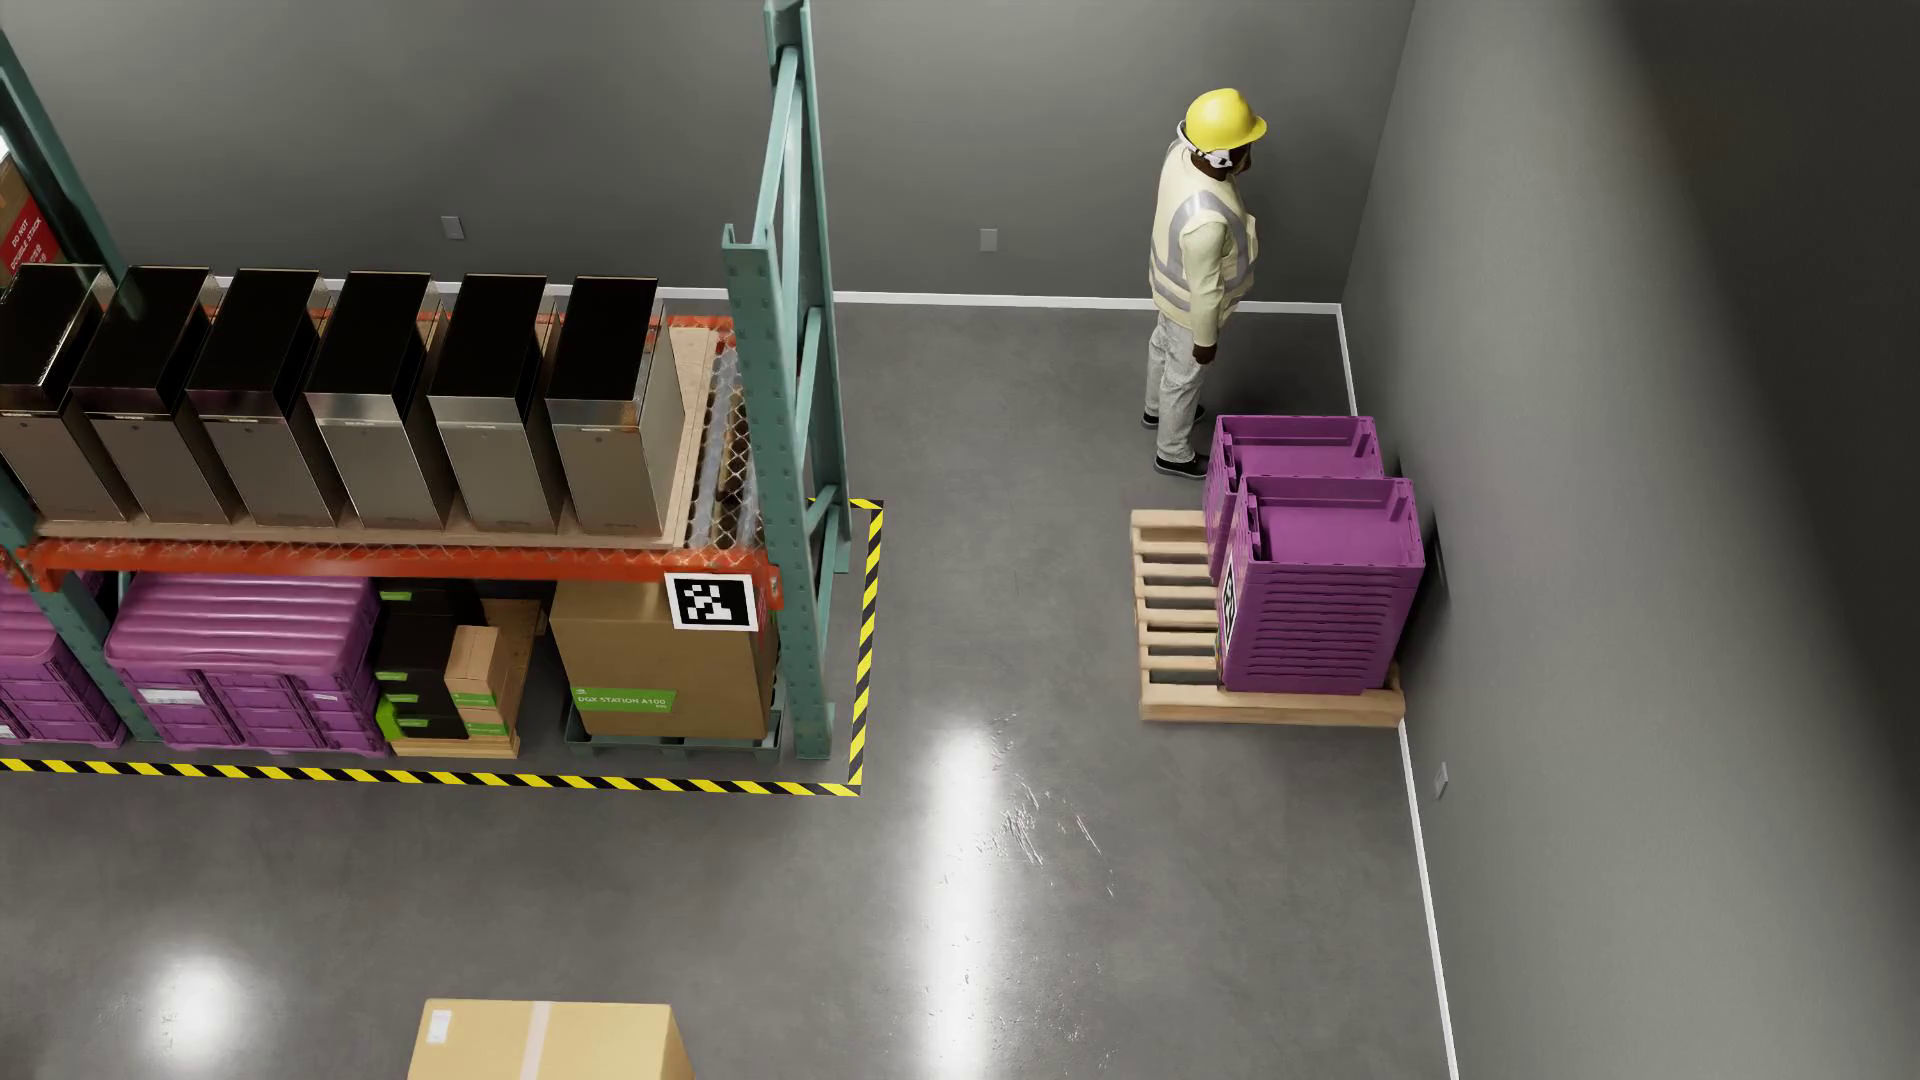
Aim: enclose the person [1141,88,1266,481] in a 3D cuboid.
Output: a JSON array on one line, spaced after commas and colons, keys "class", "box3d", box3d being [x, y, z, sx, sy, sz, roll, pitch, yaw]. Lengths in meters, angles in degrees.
[{"class": "person", "box3d": [0.939, -0.989, 6.535, 0.403, 1.837, 0.586, -4, 52, -3]}]
